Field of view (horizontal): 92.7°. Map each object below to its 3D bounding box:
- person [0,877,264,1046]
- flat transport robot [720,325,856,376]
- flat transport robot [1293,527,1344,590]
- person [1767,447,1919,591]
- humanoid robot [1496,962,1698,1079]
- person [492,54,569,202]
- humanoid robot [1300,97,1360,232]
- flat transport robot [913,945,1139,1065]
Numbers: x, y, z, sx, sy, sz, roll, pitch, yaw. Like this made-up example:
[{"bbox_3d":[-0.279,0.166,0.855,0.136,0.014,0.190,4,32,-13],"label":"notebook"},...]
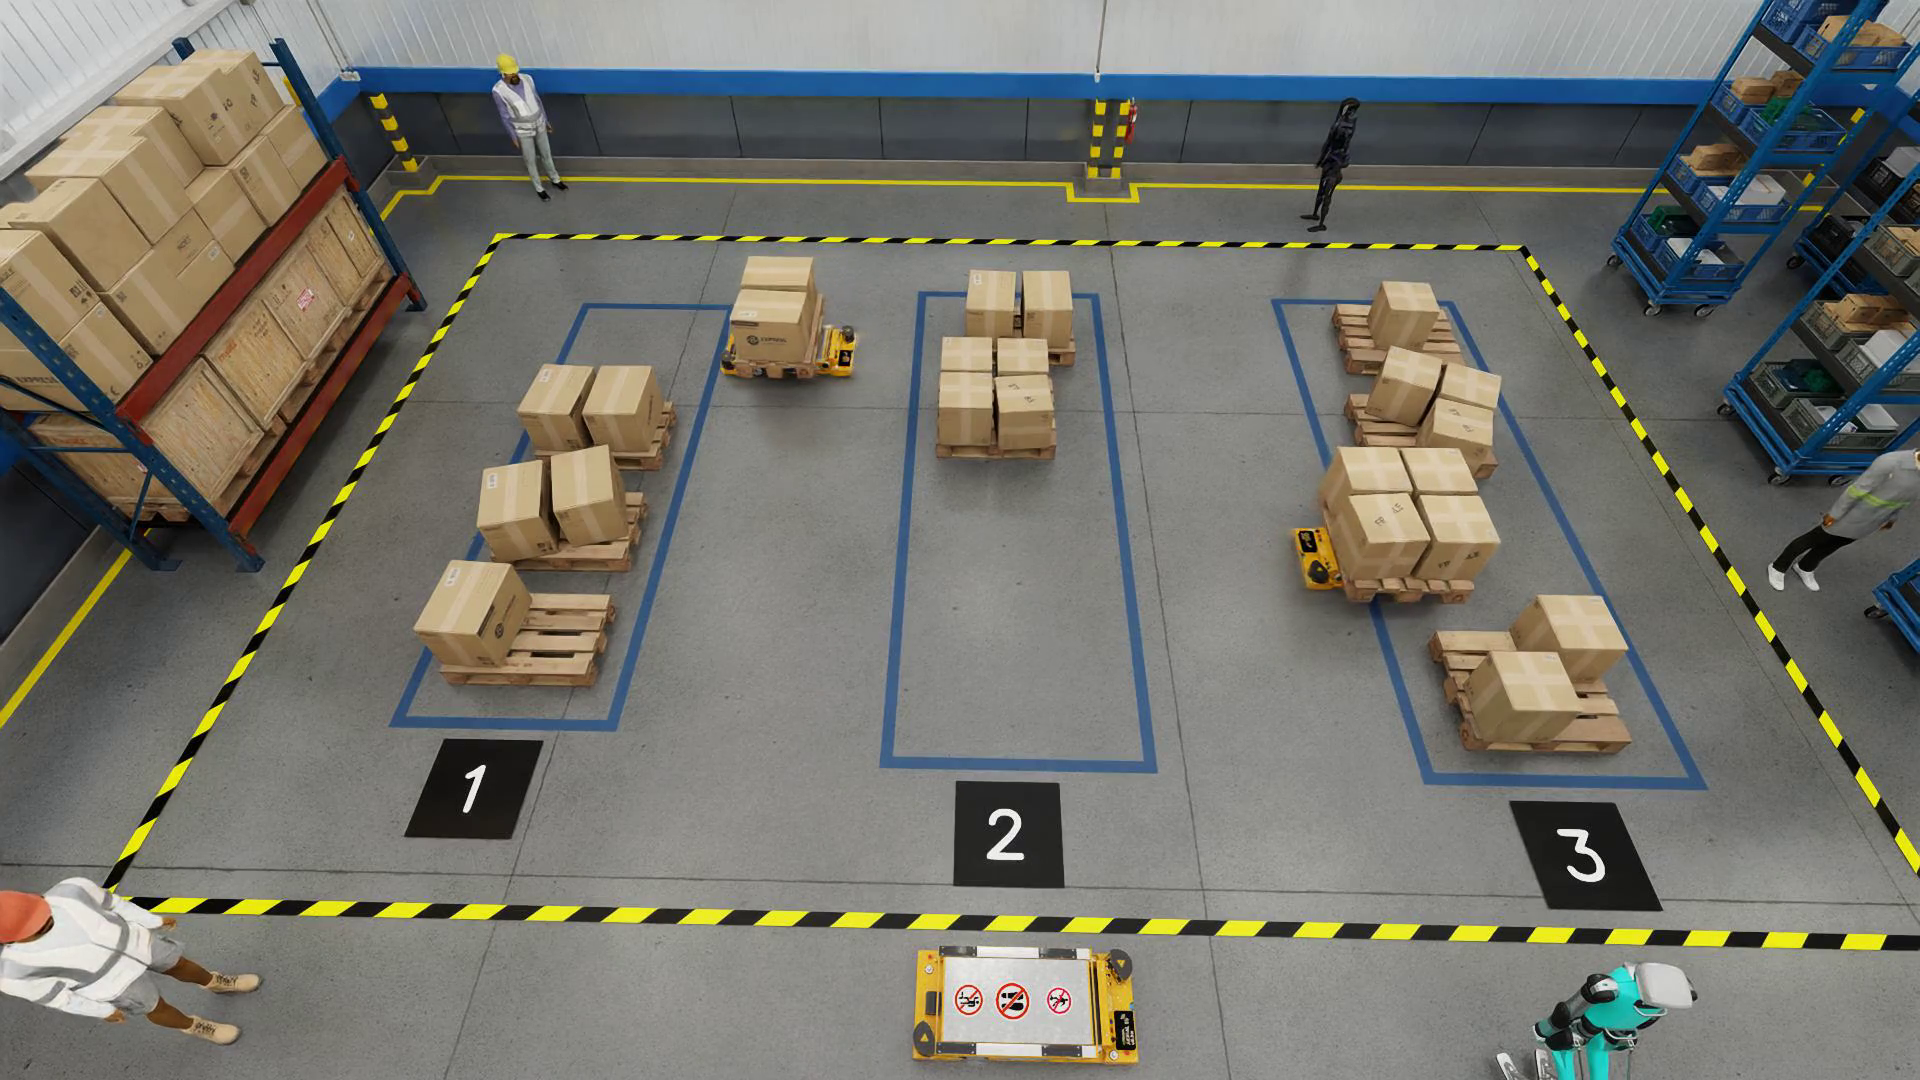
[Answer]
[{"bbox_3d":[-4.857,2.459,5.338,0.390,2.044,0.607,1,51,1],"label":"person"},{"bbox_3d":[-1.903,-2.122,10.198,1.431,0.197,0.652,1,51,1],"label":"flat transport robot"},{"bbox_3d":[3.841,0.141,8.353,1.431,0.197,0.652,1,51,1],"label":"flat transport robot"},{"bbox_3d":[7.565,-0.223,7.646,0.589,1.852,0.377,1,51,1],"label":"person"},{"bbox_3d":[3.555,2.907,5.082,0.533,1.677,0.735,0,51,0],"label":"humanoid robot"},{"bbox_3d":[-5.542,-5.315,11.809,0.403,1.831,0.594,31,57,22],"label":"person"},{"bbox_3d":[4.606,-4.638,11.348,0.315,1.657,0.599,-1,51,0],"label":"humanoid robot"},{"bbox_3d":[0.422,3.041,6.007,1.431,0.231,0.659,1,51,1],"label":"flat transport robot"}]
